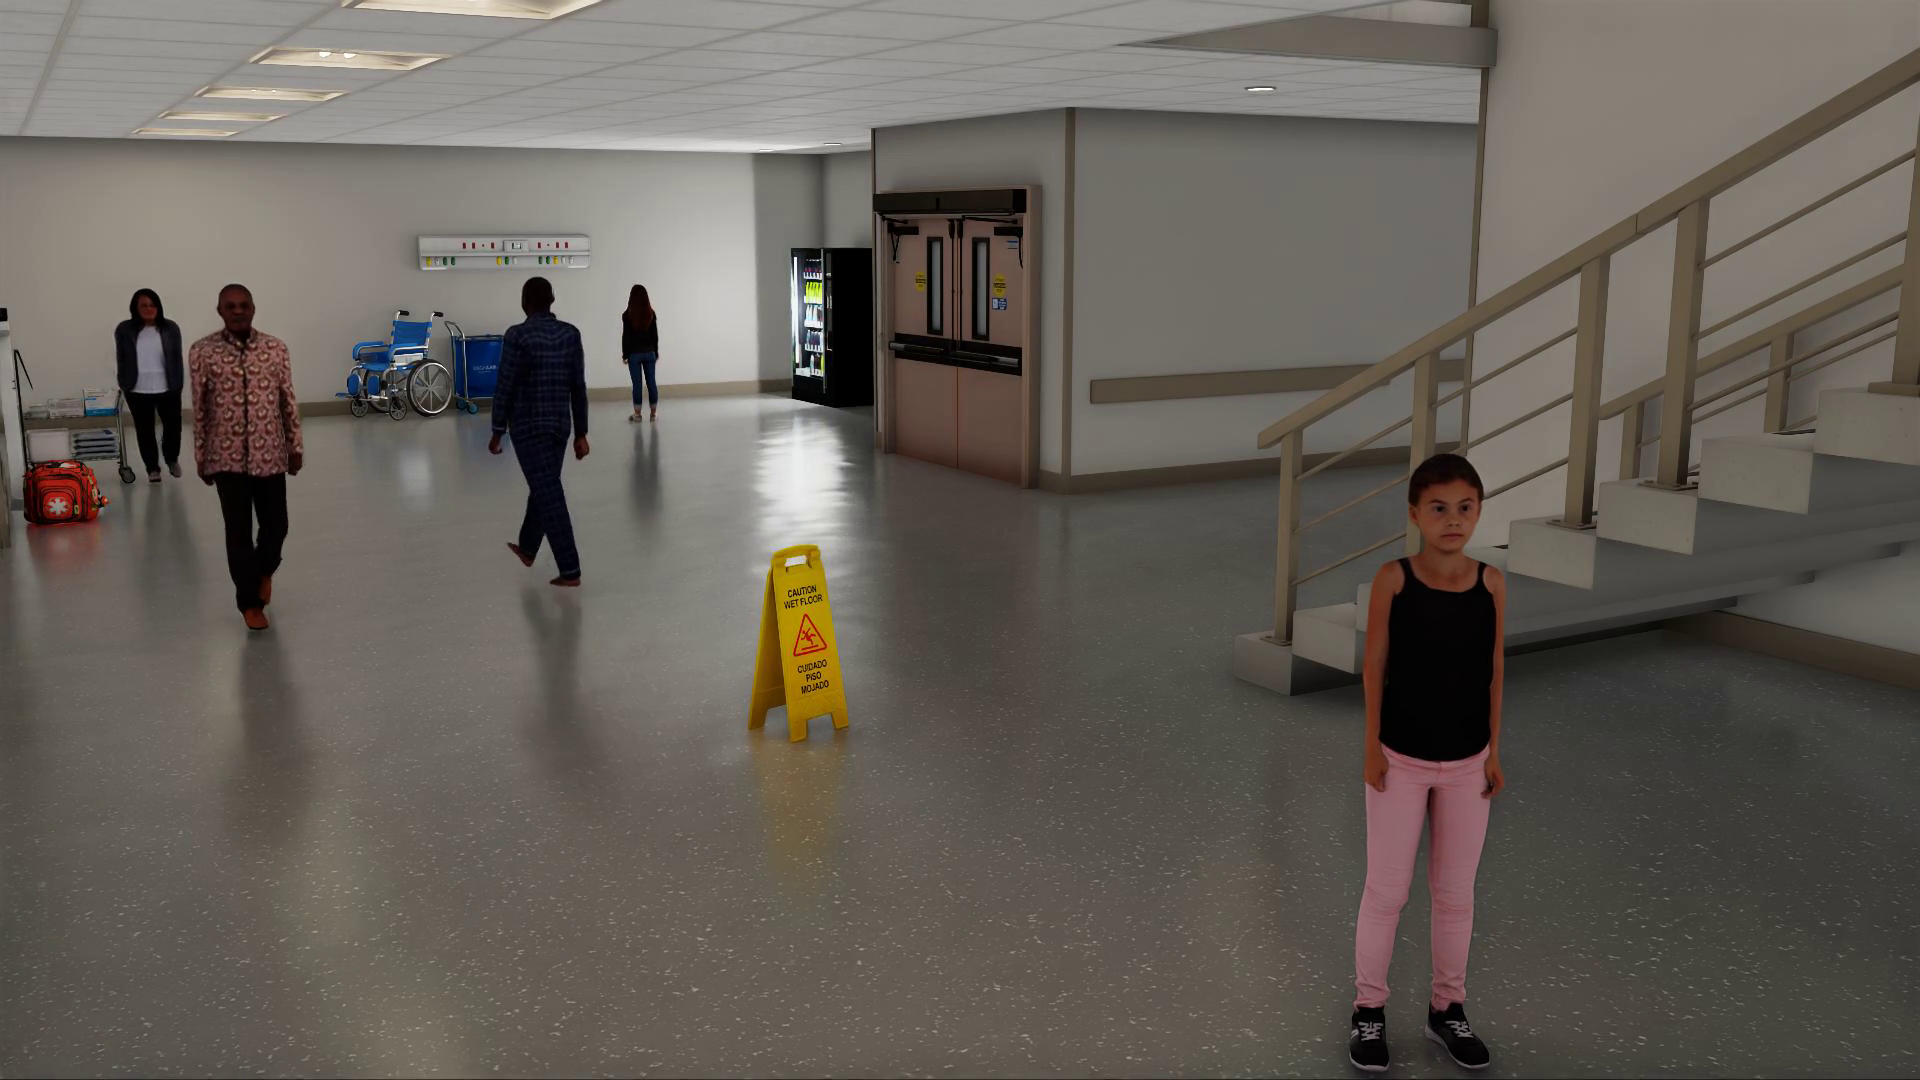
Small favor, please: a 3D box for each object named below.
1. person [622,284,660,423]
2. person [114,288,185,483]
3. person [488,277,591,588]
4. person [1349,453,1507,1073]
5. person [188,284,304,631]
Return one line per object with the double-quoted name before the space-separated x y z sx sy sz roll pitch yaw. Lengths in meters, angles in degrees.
"person" -3.449 -2.028 18.010 0.554 1.483 0.488 -6 12 -29
"person" -6.681 -1.269 13.734 0.649 1.585 0.658 -6 12 -29
"person" -2.385 -0.592 9.643 1.222 1.780 0.891 10 15 43
"person" 1.181 0.552 4.191 0.608 1.566 0.637 0 11 -2
"person" -3.813 -0.449 8.886 0.702 1.782 1.069 -7 13 -31
